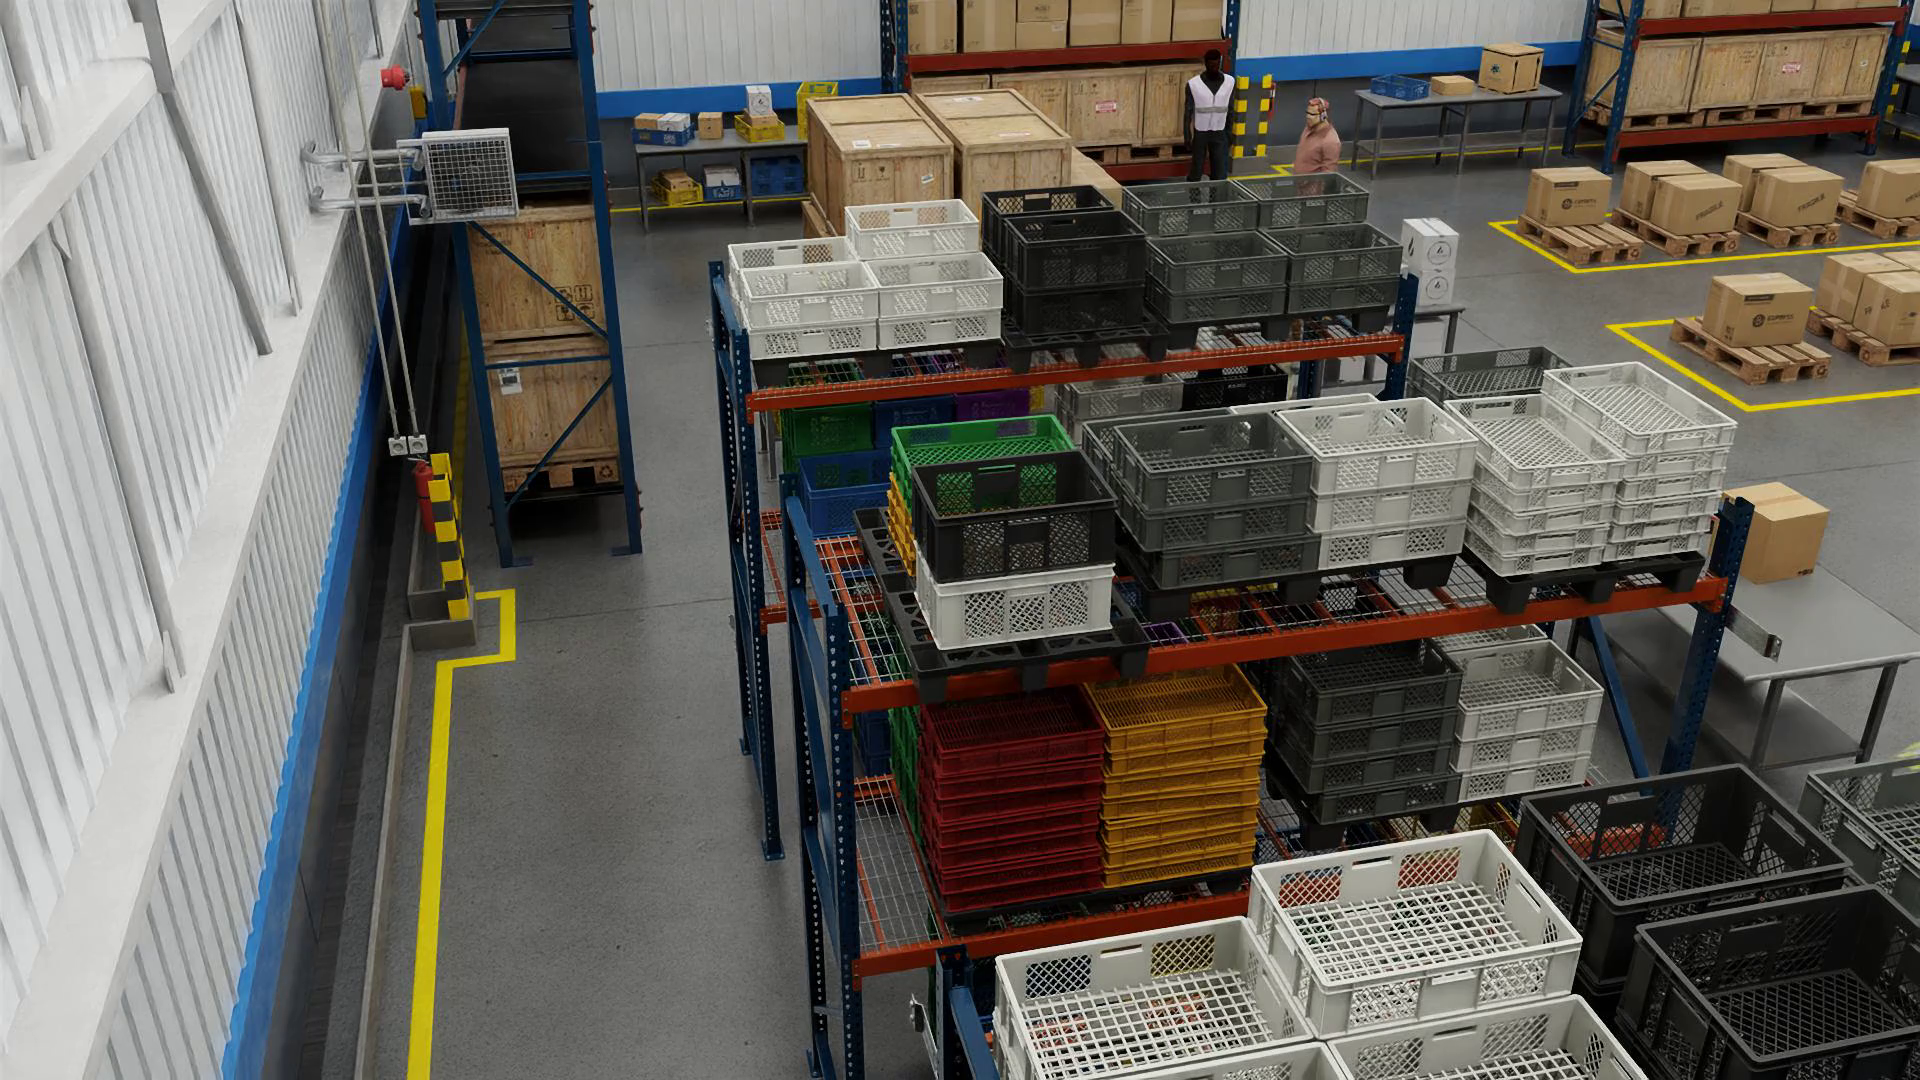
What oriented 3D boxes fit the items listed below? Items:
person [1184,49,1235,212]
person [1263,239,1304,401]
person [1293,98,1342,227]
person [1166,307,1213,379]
[{"bbox_3d":[2.864,-4.713,19.224,0.599,1.906,0.413,-6,28,-11],"label":"person"},{"bbox_3d":[2.603,-1.552,13.266,0.329,1.866,0.514,-8,29,-15],"label":"person"},{"bbox_3d":[3.612,-3.590,17.103,0.401,1.900,0.648,-6,28,-10],"label":"person"},{"bbox_3d":[1.782,-1.412,12.977,0.337,1.883,0.584,-9,29,-17],"label":"person"}]
